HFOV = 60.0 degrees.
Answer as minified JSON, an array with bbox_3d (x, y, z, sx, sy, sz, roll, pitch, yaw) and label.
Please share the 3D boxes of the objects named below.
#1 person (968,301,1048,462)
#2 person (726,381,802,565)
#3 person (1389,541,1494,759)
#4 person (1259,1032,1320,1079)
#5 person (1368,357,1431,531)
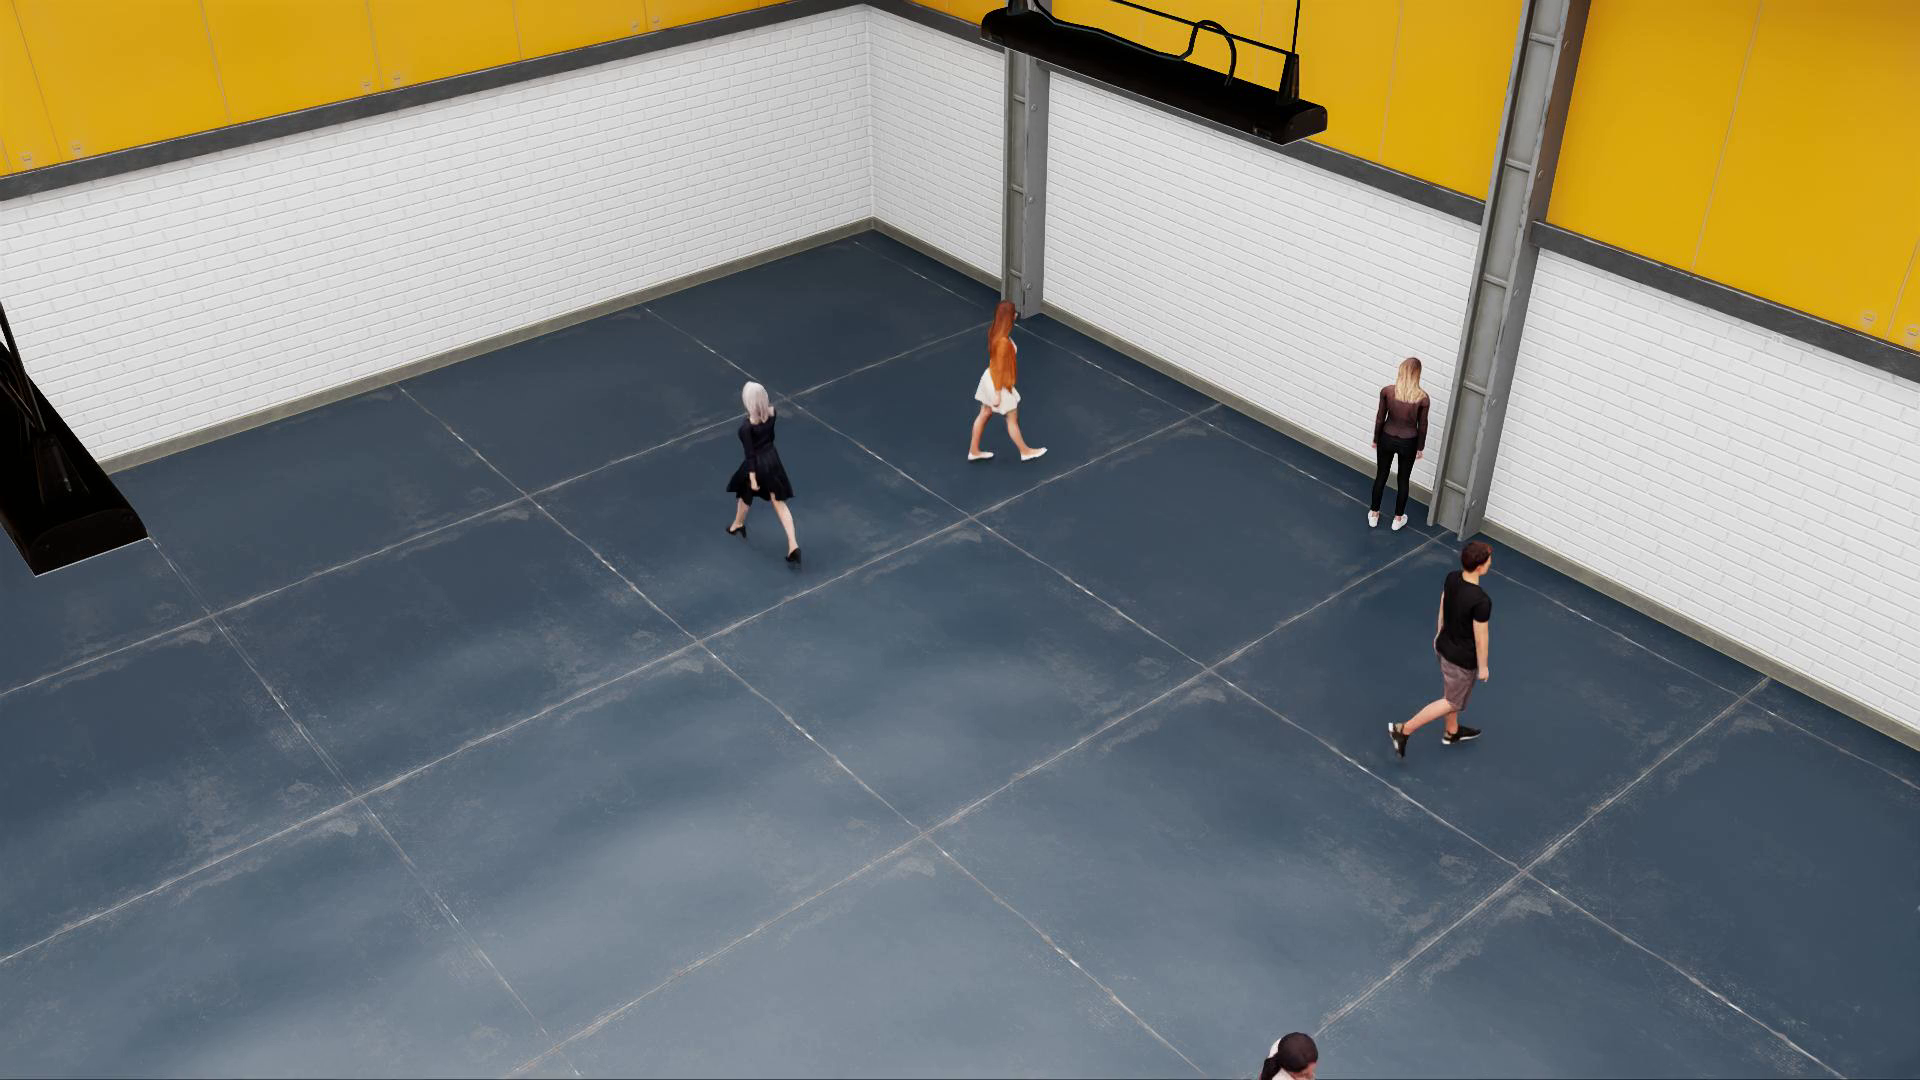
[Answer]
[{"bbox_3d":[0.277,-1.470,15.890,0.993,1.685,1.047,-8,34,-11],"label":"person"},{"bbox_3d":[-1.658,-0.549,14.505,1.231,1.685,0.767,23,40,31],"label":"person"},{"bbox_3d":[3.602,0.835,12.277,1.050,1.845,1.129,-8,34,-12],"label":"person"},{"bbox_3d":[1.640,3.129,8.937,0.895,1.723,0.789,-7,34,-10],"label":"person"},{"bbox_3d":[3.939,-0.869,14.969,0.596,1.704,0.735,13,36,18],"label":"person"}]
